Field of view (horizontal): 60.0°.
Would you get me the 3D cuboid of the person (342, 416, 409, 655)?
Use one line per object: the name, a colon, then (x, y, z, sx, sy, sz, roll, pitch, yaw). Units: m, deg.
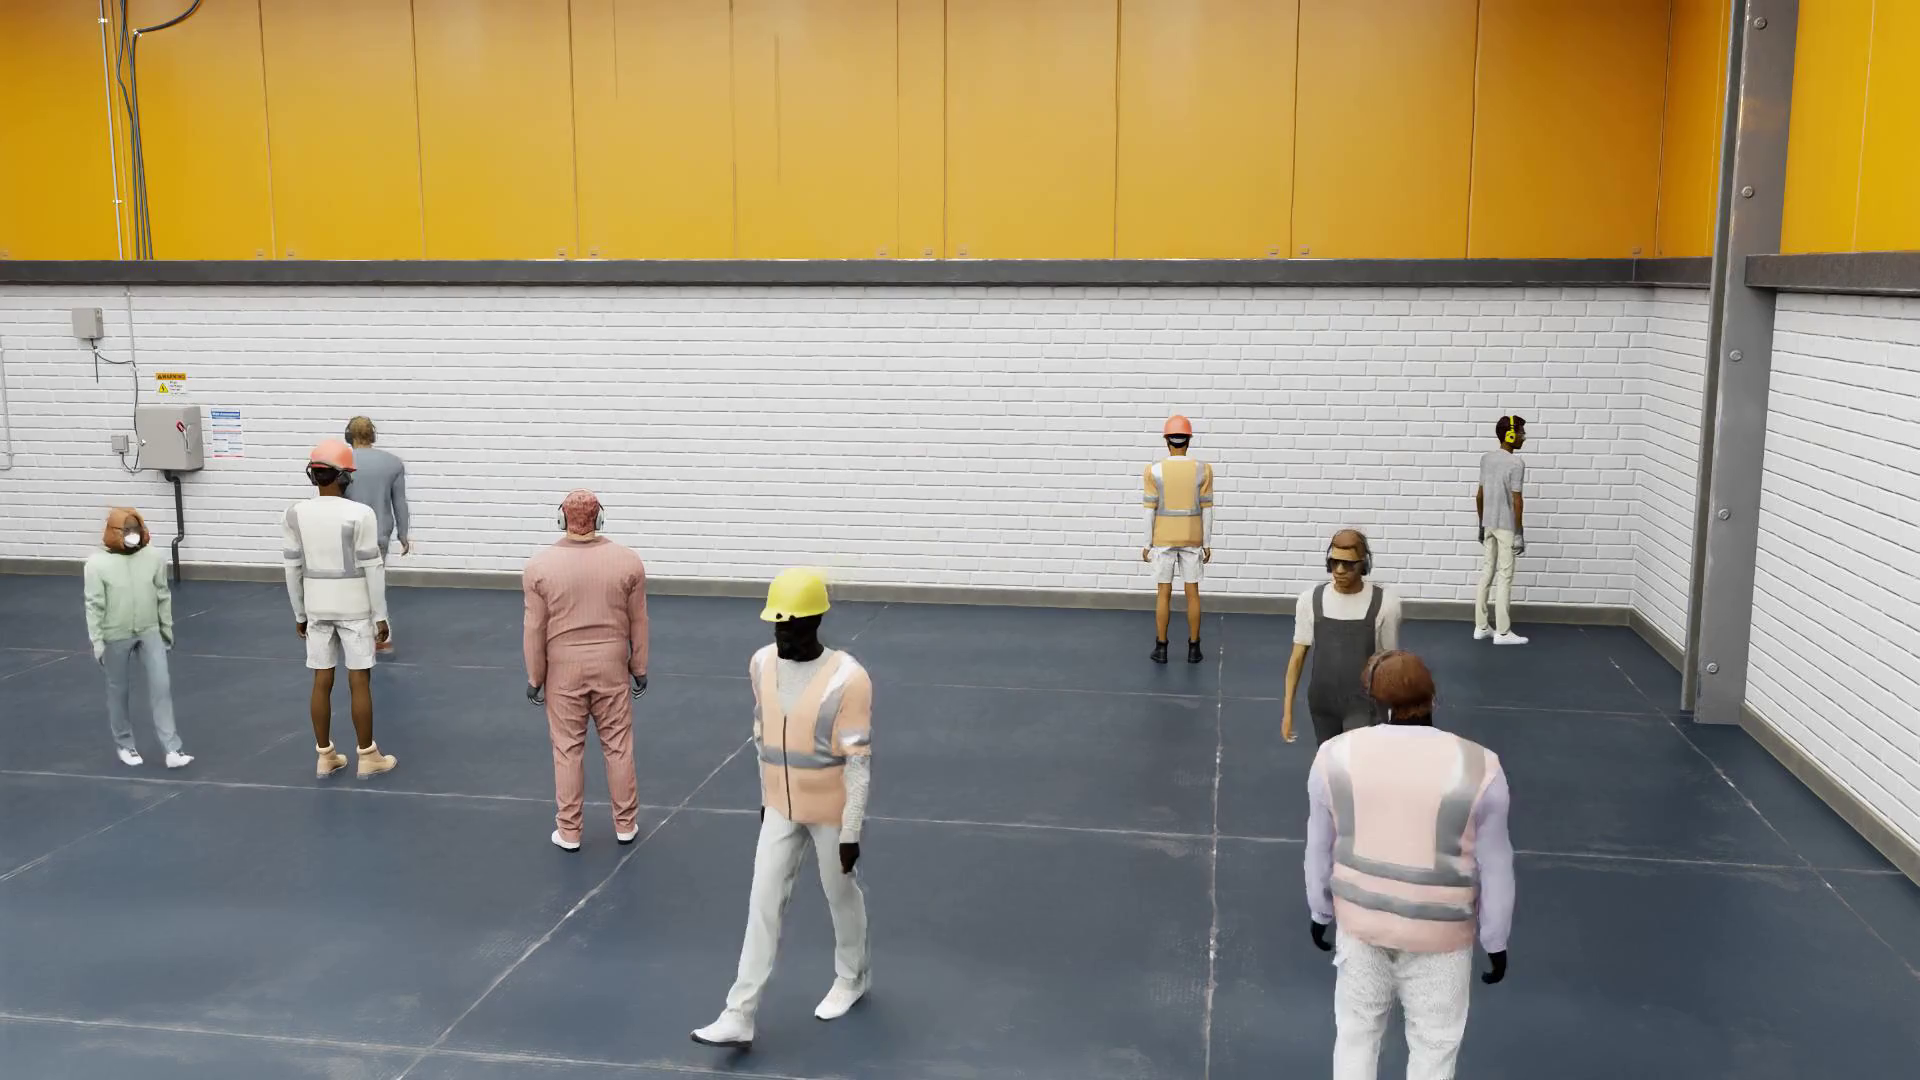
person: (-4.749, -0.049, 13.285, 0.648, 1.890, 1.014, -8, 12, -41)

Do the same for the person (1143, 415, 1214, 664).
person: (1.676, -0.001, 12.852, 0.543, 1.928, 0.371, 0, 9, 2)

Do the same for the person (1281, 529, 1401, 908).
person: (1.884, 0.821, 8.203, 0.530, 1.799, 0.980, 5, 10, 27)

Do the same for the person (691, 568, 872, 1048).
person: (-0.650, 1.051, 6.469, 0.617, 1.882, 0.959, 6, 11, 31)

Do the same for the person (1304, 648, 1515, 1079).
person: (1.443, 1.260, 5.407, 0.673, 1.828, 0.430, 5, 11, 29)

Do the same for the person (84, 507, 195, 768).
person: (-4.952, 0.612, 10.038, 0.752, 1.603, 0.525, 9, 13, 42)

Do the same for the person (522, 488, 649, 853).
person: (-1.961, 0.677, 8.735, 0.652, 1.906, 0.403, -4, 10, -22)

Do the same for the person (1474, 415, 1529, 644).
person: (4.420, -0.085, 13.565, 0.330, 1.866, 0.512, -4, 10, -22)

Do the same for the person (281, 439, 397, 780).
person: (-3.698, 0.416, 9.932, 0.605, 2.041, 0.387, 1, 9, 9)
